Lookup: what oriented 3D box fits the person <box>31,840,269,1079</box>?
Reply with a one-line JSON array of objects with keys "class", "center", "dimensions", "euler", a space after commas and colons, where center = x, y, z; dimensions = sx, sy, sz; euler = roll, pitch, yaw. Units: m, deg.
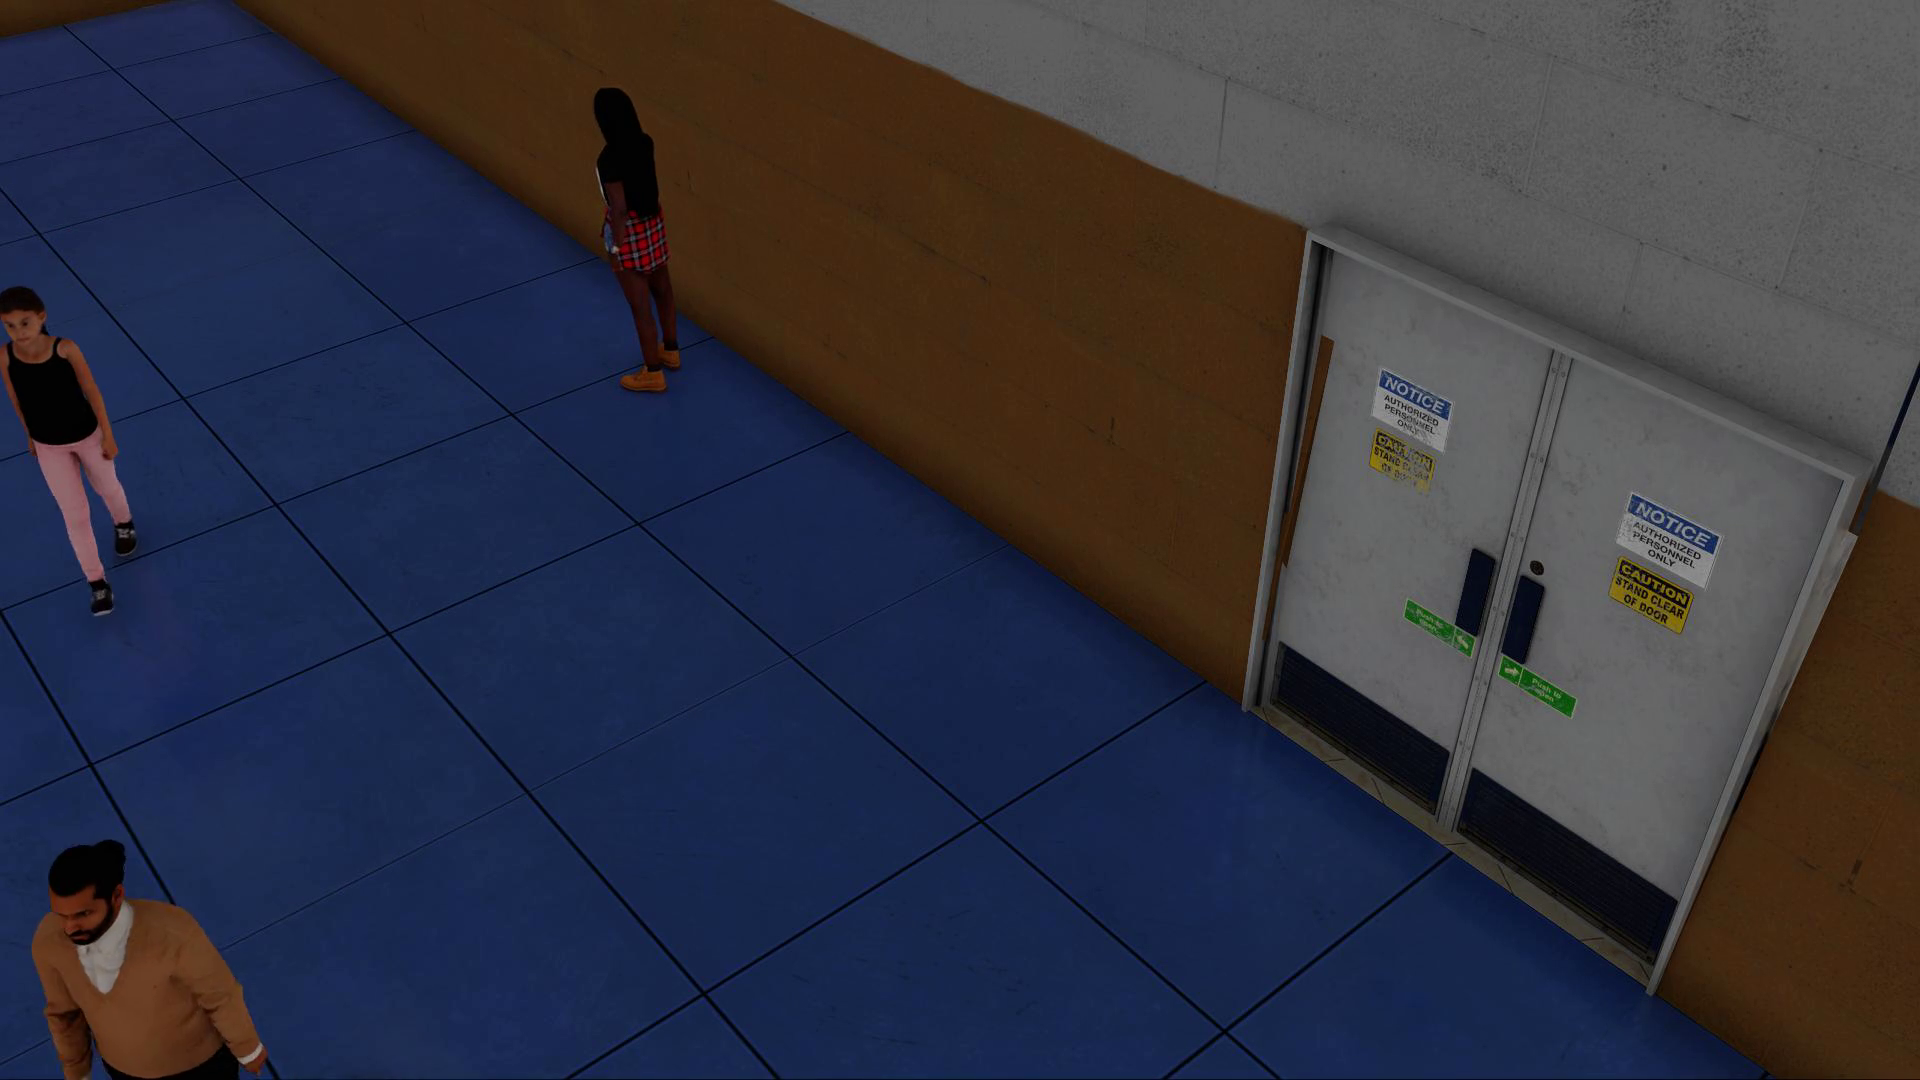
[{"class": "person", "center": [-2.285, 1.445, 4.899], "dimensions": [0.817, 1.740, 0.870], "euler": [6, 37, 8]}]

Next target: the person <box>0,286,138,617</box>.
[{"class": "person", "center": [-4.072, -0.483, 7.649], "dimensions": [1.024, 1.521, 0.831], "euler": [-12, 39, -15]}]

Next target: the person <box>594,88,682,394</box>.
[{"class": "person", "center": [-1.740, -1.616, 8.989], "dimensions": [0.780, 1.726, 0.686], "euler": [13, 39, 16]}]
